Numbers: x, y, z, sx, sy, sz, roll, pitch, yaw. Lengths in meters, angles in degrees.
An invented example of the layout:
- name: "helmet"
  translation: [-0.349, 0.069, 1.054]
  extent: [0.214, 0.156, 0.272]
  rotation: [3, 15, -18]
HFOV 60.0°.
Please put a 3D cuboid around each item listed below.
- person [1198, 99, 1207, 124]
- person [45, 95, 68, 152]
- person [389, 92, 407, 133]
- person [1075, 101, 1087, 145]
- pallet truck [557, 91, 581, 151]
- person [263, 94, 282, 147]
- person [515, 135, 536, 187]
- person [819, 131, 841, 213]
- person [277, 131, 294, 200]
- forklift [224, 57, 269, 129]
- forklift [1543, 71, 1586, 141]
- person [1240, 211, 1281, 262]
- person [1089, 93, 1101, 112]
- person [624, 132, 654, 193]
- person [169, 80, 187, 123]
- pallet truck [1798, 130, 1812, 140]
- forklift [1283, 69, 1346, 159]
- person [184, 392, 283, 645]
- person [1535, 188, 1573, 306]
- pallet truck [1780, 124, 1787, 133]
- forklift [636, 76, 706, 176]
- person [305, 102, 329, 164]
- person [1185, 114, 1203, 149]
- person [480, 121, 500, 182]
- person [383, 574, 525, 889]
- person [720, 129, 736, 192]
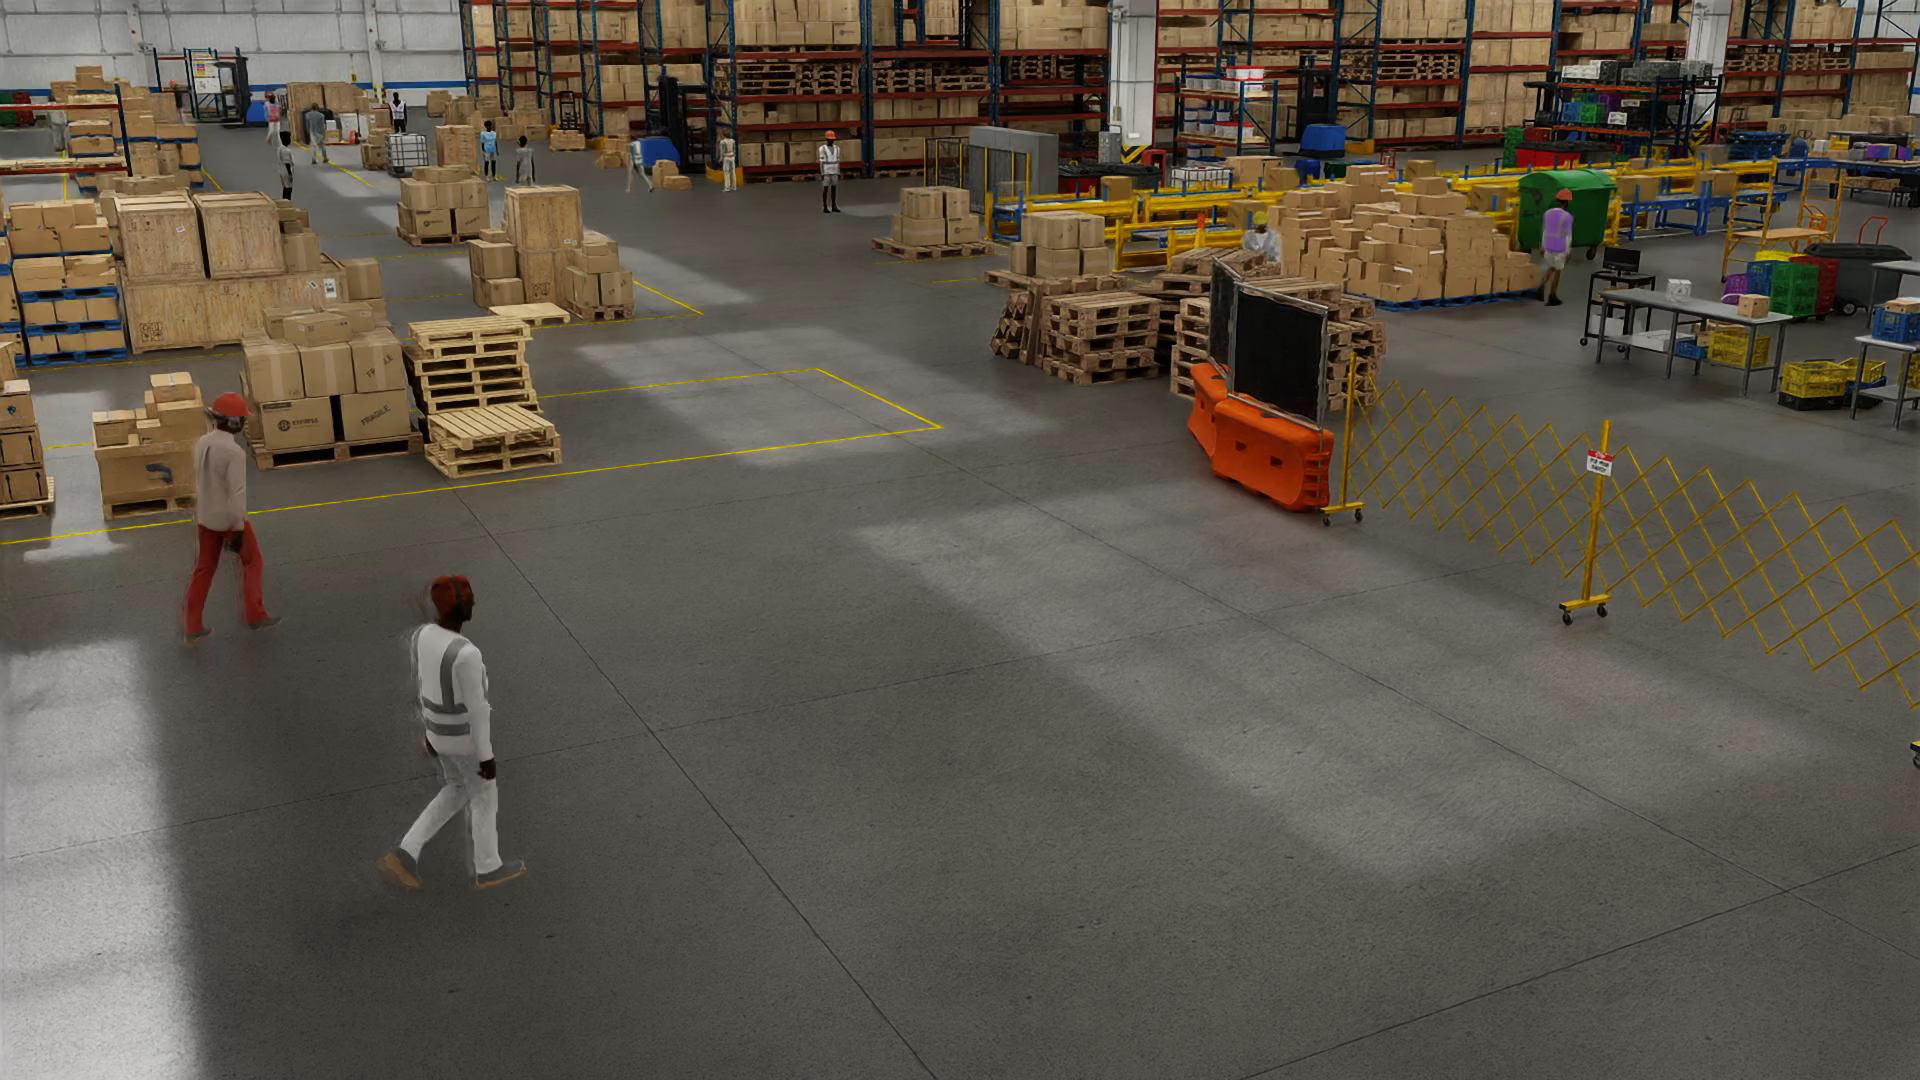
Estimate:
- name: "person"
  translation: [8.912, -15.426, 60.593]
  extent: [1.013, 1.851, 0.664]
  rotation: [14, 22, 37]
- name: "person"
  translation: [-30.929, -14.262, 56.939]
  extent: [0.666, 1.881, 0.971]
  rotation: [-6, 19, -18]
- name: "person"
  translation: [-19.677, -14.724, 58.311]
  extent: [0.591, 1.911, 0.389]
  rotation: [-2, 18, -5]
- name: "person"
  translation: [4.104, -14.170, 56.923]
  extent: [0.427, 1.684, 0.550]
  rotation: [-9, 20, -27]
- name: "pallet truck"
  translation: [-13.495, -14.412, 57.188]
  extent: [0.823, 1.965, 1.885]
  rotation: [-3, 18, -9]
- name: "person"
  translation: [-24.199, -14.772, 58.584]
  extent: [0.549, 1.825, 0.636]
  rotation: [16, 24, 41]
- name: "person"
  translation: [-10.295, -8.631, 39.369]
  extent: [0.329, 1.873, 0.515]
  rotation: [17, 24, 42]
- name: "person"
  translation: [-3.098, -8.819, 39.847]
  extent: [0.547, 1.938, 0.359]
  rotation: [-12, 21, -33]
- name: "person"
  translation: [-15.983, -8.718, 39.512]
  extent: [0.388, 1.957, 0.606]
  rotation: [-11, 21, -30]
- name: "forklift"
  translation: [-28.862, -18.068, 67.164]
  extent: [1.873, 2.768, 1.129]
  rotation: [-9, 20, -26]
- name: "forklift"
  translation: [18.685, -13.231, 52.085]
  extent: [1.873, 2.768, 1.129]
  rotation: [-9, 20, -26]
- name: "person"
  translation: [4.566, -4.121, 25.422]
  extent: [0.633, 1.809, 0.464]
  rotation: [1, 18, 4]
- name: "person"
  translation: [5.344, -16.897, 65.522]
  extent: [0.504, 1.631, 0.281]
  rotation: [2, 18, 7]
- name: "person"
  translation: [-8.552, -10.031, 44.161]
  extent: [0.795, 1.605, 0.513]
  rotation: [7, 19, 21]
- name: "person"
  translation: [-31.163, -17.229, 66.013]
  extent: [0.814, 1.960, 0.644]
  rotation: [-1, 18, -2]
- name: "pallet truck"
  translation: [25.526, -11.556, 49.408]
  extent: [1.630, 1.274, 0.653]
  rotation: [-9, 20, -26]
- name: "forklift"
  translation: [11.615, -13.871, 54.079]
  extent: [1.129, 2.768, 1.873]
  rotation: [-9, 20, -27]
- name: "person"
  translation: [-5.766, -0.156, 12.899]
  extent: [0.653, 1.931, 0.770]
  rotation: [11, 21, 30]
- name: "person"
  translation: [9.828, -4.814, 27.389]
  extent: [0.426, 1.919, 0.563]
  rotation: [-10, 20, -29]
- name: "pallet truck"
  translation: [25.206, -12.542, 52.601]
  extent: [1.601, 1.201, 0.680]
  rotation: [0, 18, -2]
- name: "forklift"
  translation: [-8.508, -12.110, 48.589]
  extent: [1.873, 2.768, 1.129]
  rotation: [-9, 20, -26]
- name: "person"
  translation: [-20.227, -12.773, 52.250]
  extent: [0.635, 1.905, 0.989]
  rotation: [-1, 18, -2]
- name: "person"
  translation: [6.978, -11.834, 49.596]
  extent: [0.534, 1.727, 0.916]
  rotation: [11, 21, 30]
- name: "person"
  translation: [-13.276, -10.983, 46.983]
  extent: [0.320, 1.695, 0.538]
  rotation: [15, 23, 39]
- name: "person"
  translation: [-2.794, 1.092, 9.073]
  extent: [0.666, 1.864, 0.583]
  rotation: [-16, 24, -41]
- name: "person"
  translation: [-6.198, -10.130, 44.413]
  extent: [0.310, 1.642, 0.514]
  rotation: [15, 23, 38]
